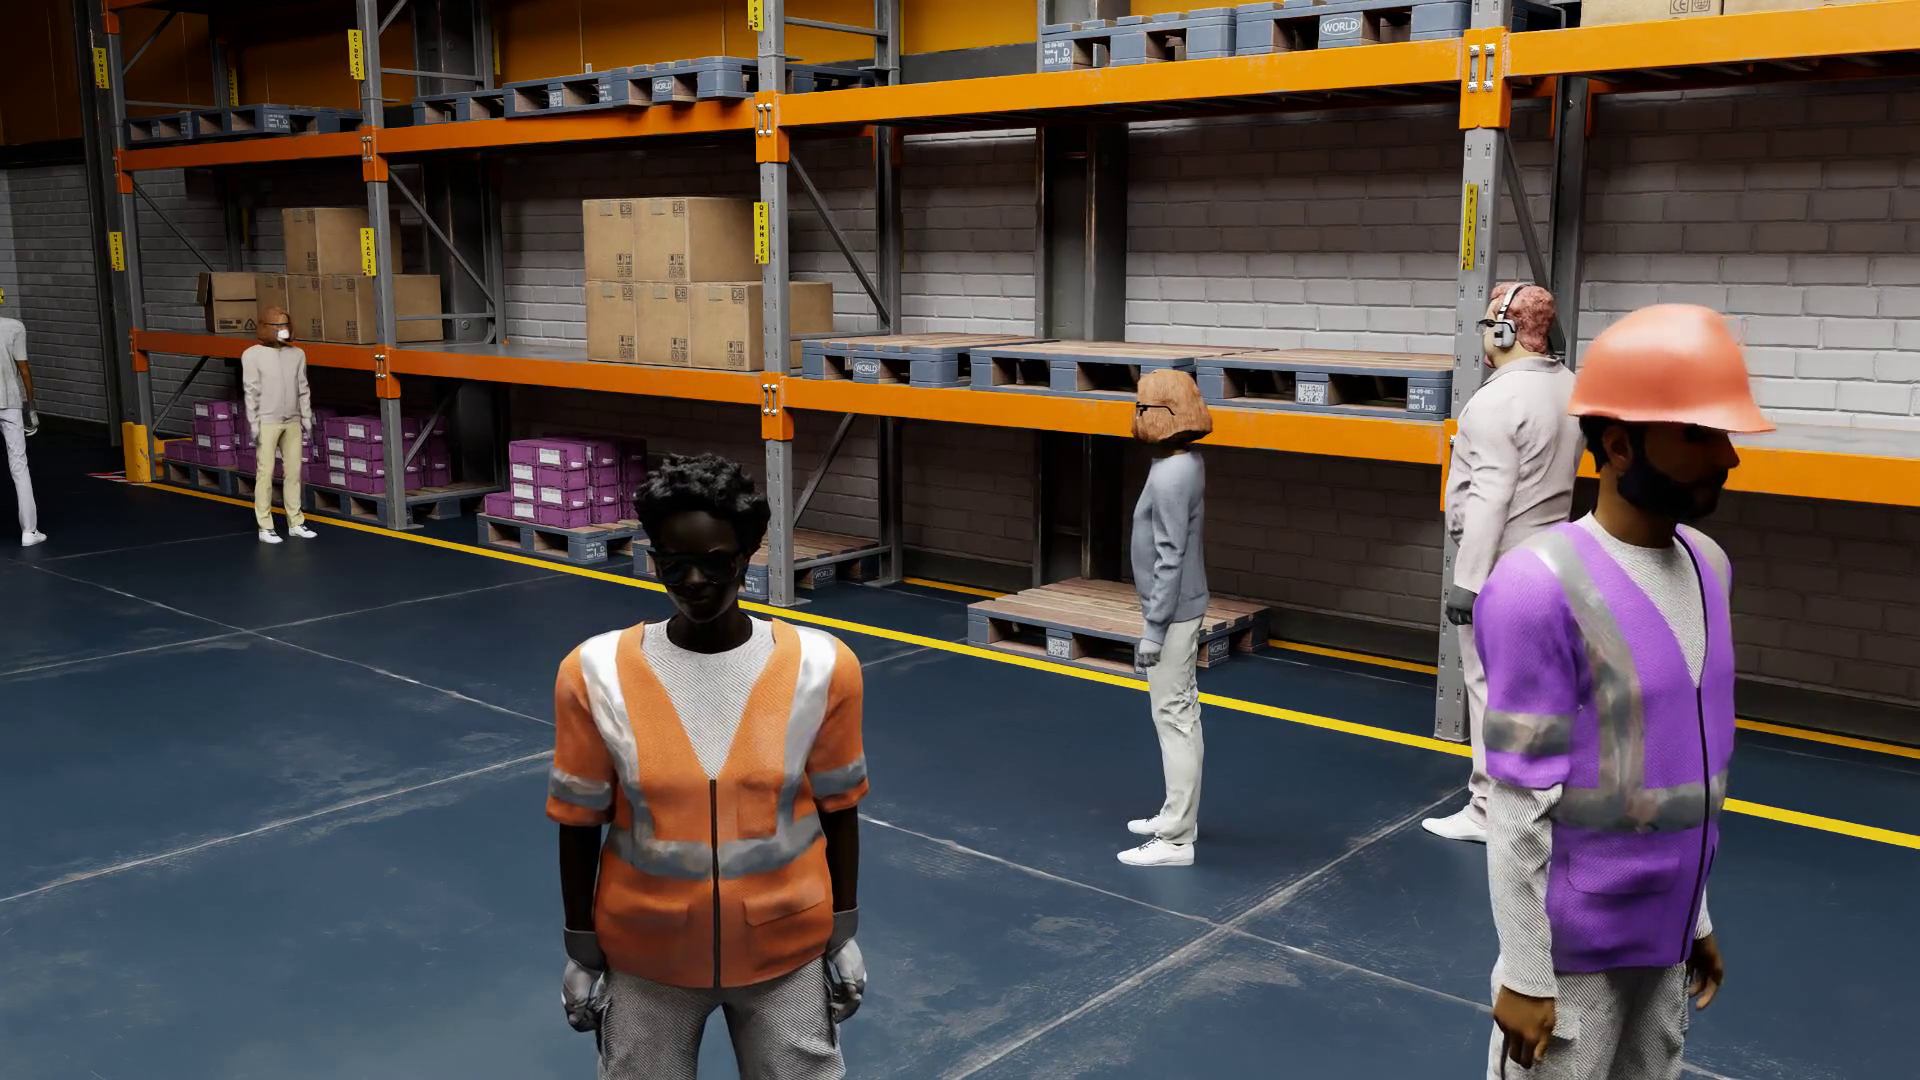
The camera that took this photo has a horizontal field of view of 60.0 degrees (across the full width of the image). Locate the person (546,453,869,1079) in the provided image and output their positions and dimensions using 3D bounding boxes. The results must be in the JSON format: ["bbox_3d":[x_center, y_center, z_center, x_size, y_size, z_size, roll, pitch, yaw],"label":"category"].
[{"bbox_3d":[-0.415,0.692,2.818,0.540,1.695,0.317,-2,10,-9],"label":"person"}]

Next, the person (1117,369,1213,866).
[{"bbox_3d":[0.677,0.257,5.475,0.279,1.634,0.499,3,10,14],"label":"person"}]

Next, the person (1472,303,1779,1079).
[{"bbox_3d":[1.045,0.601,2.649,0.542,1.940,0.355,-8,12,-37],"label":"person"}]

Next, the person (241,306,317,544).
[{"bbox_3d":[-4.701,-0.795,11.490,0.277,1.628,0.497,6,12,32],"label":"person"}]

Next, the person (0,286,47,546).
[{"bbox_3d":[-6.524,-0.873,11.257,0.508,1.865,0.329,-4,11,-22],"label":"person"}]

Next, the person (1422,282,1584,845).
[{"bbox_3d":[1.854,0.085,5.680,0.409,1.907,0.651,10,14,44],"label":"person"}]
